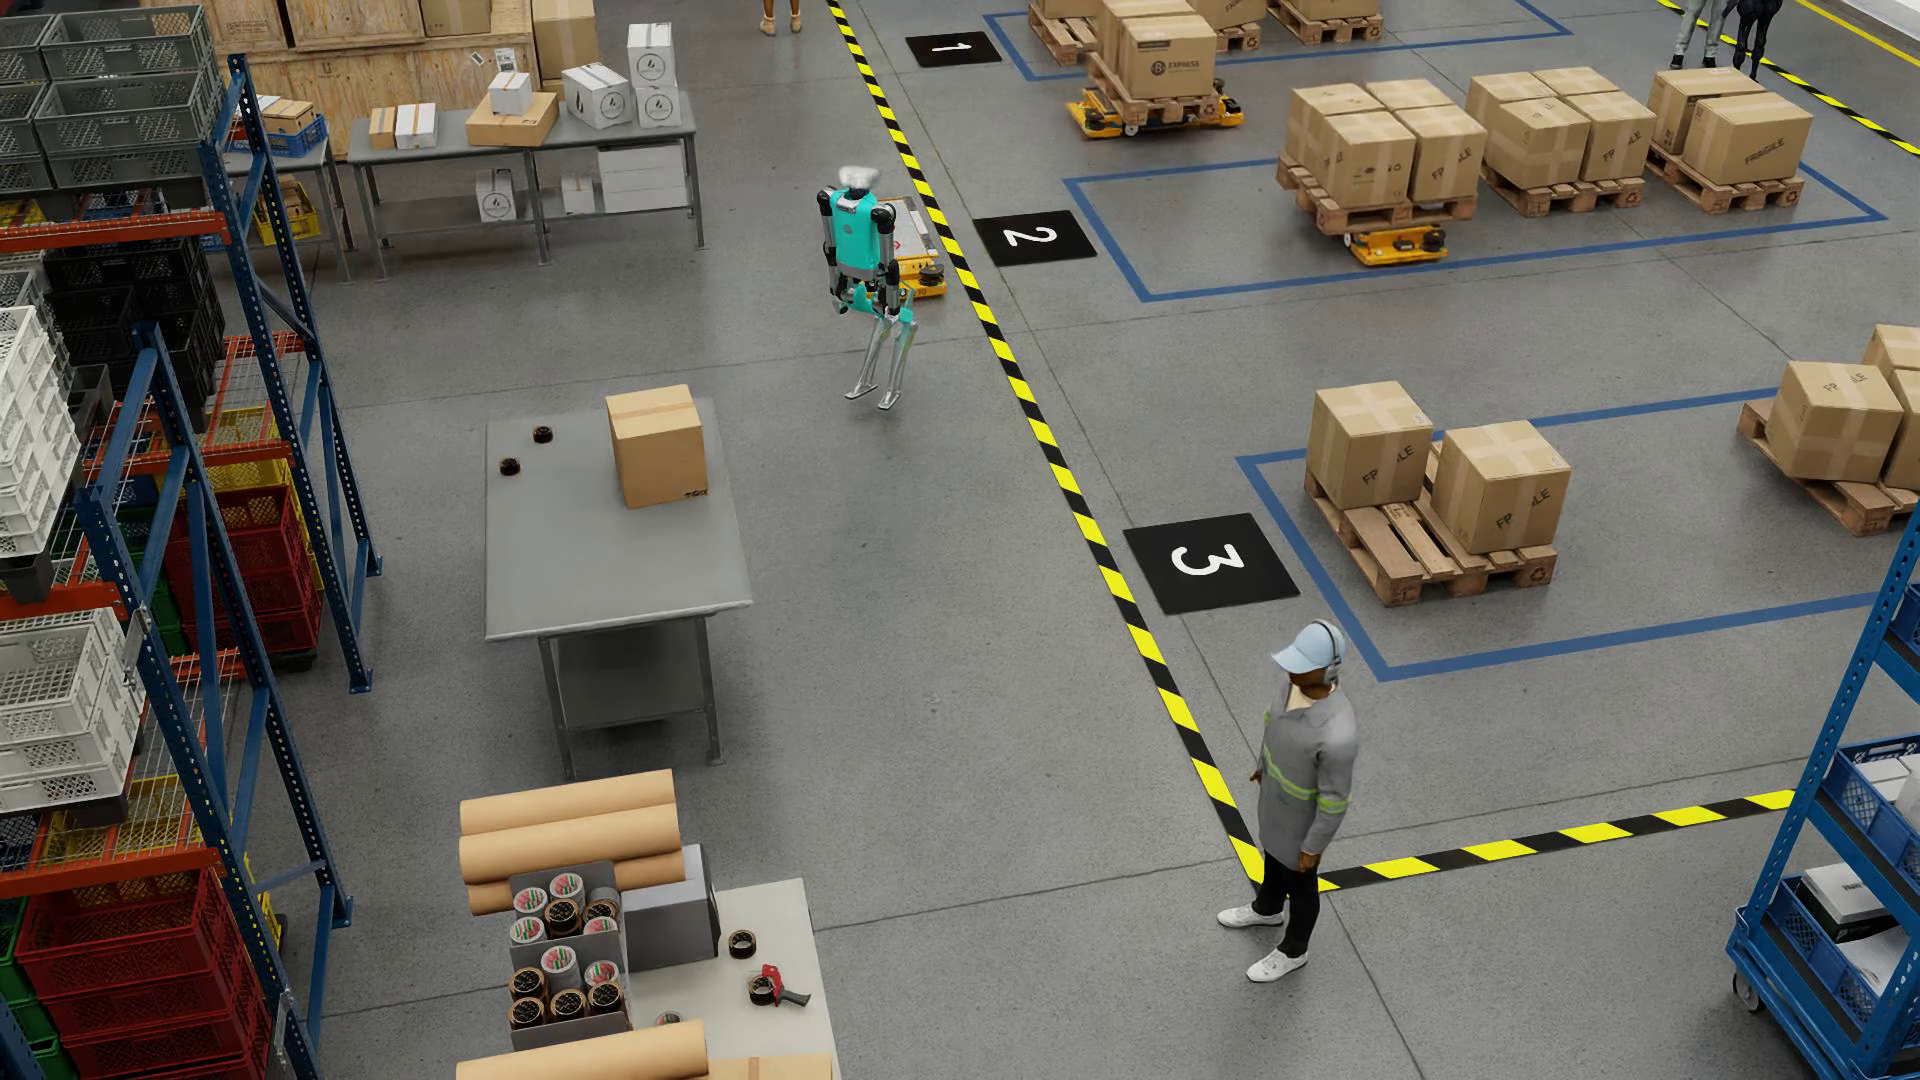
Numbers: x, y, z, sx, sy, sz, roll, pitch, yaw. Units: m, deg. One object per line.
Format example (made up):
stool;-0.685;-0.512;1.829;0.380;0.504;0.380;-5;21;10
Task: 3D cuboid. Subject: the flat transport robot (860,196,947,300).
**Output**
flat transport robot;-0.570;-2.220;12.538;0.659;0.231;1.431;-8;37;-10

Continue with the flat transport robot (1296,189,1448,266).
flat transport robot;3.199;-2.570;12.984;0.652;0.197;1.431;-8;37;-10

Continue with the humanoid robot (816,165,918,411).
humanoid robot;-0.489;-1.637;10.408;0.533;1.681;0.735;21;42;26

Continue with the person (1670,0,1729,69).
person;6.980;-5.238;15.283;0.588;1.834;0.404;8;37;11

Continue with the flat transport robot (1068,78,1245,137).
flat transport robot;1.727;-3.824;14.670;1.431;0.197;0.652;-8;37;-10

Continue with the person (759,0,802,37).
person;-1.805;-5.884;15.985;0.604;2.034;0.394;-9;38;-13

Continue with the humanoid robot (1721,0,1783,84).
humanoid robot;7.176;-4.892;14.936;0.599;1.657;0.315;-14;39;-19

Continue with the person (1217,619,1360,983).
person;1.350;1.060;6.801;0.366;1.852;0.594;-9;37;-11
